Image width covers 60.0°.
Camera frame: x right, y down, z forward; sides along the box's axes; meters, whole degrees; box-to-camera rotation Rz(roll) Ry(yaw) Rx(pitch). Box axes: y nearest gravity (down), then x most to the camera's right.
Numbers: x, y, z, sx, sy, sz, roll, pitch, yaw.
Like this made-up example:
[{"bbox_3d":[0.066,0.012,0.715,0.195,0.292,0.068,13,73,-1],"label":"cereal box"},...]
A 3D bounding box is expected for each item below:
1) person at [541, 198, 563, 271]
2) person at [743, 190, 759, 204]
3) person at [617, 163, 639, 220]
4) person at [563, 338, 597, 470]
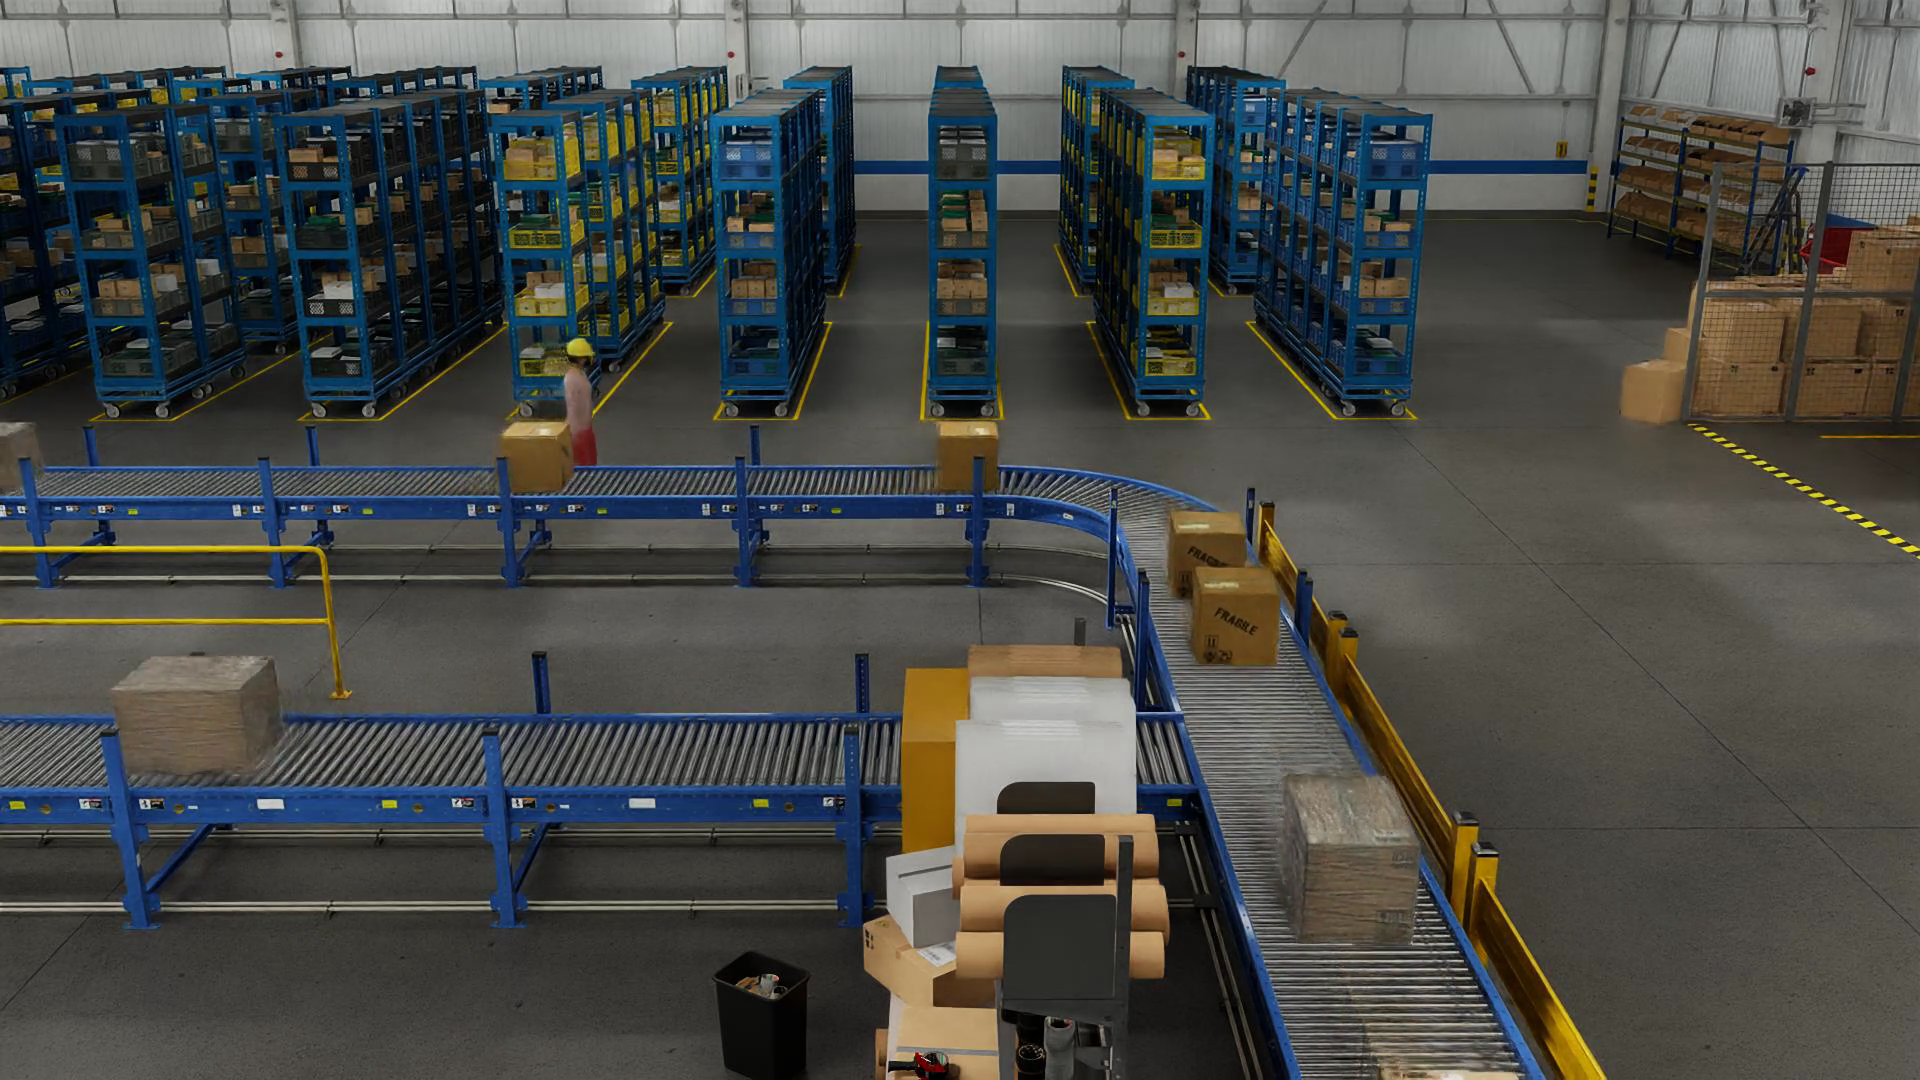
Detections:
[{"bbox_3d":[-6.471,-4.584,26.790,0.600,1.833,0.404,-6,19,-18],"label":"person"},{"bbox_3d":[-3.877,-5.895,30.611,0.434,1.977,0.604,-4,18,-11],"label":"person"},{"bbox_3d":[-7.119,-7.402,35.481,0.605,1.827,0.592,-4,18,-12],"label":"person"},{"bbox_3d":[-3.737,-1.106,16.200,0.534,1.750,0.538,1,18,4],"label":"person"}]
